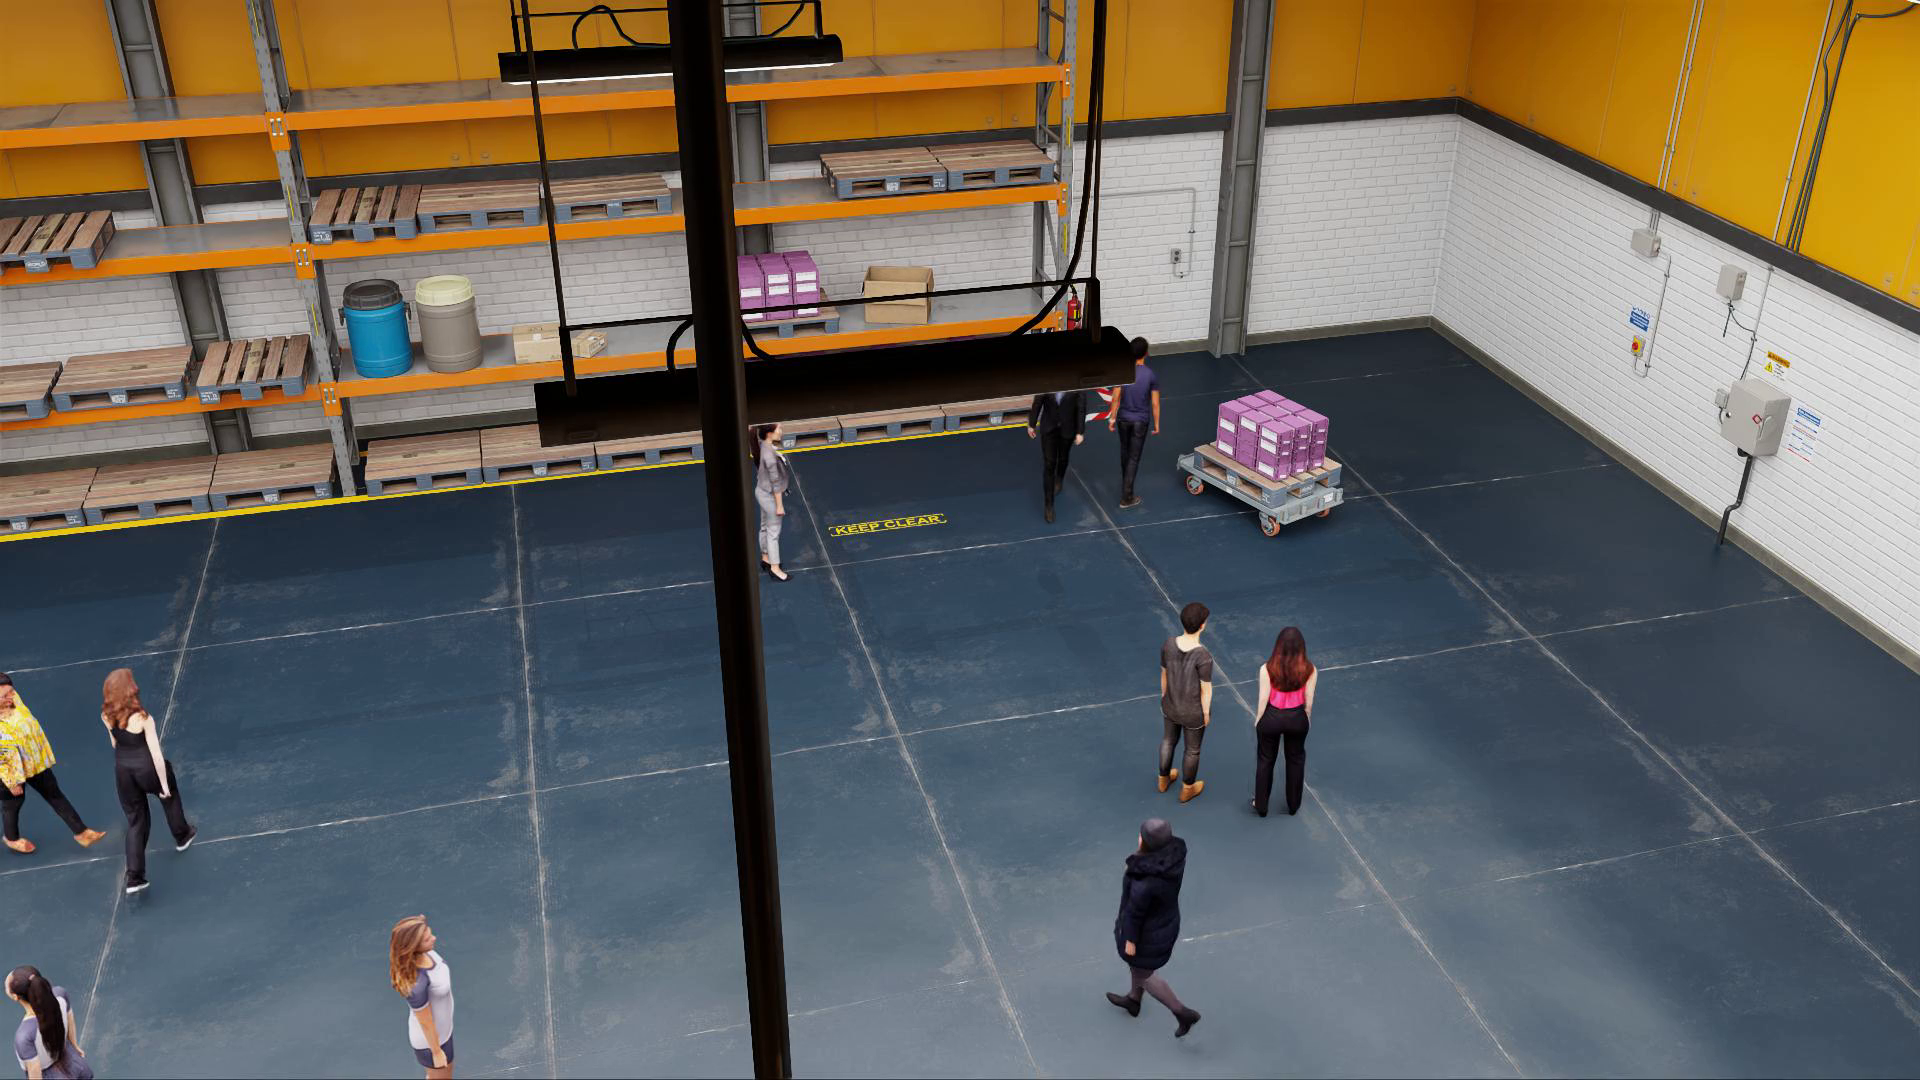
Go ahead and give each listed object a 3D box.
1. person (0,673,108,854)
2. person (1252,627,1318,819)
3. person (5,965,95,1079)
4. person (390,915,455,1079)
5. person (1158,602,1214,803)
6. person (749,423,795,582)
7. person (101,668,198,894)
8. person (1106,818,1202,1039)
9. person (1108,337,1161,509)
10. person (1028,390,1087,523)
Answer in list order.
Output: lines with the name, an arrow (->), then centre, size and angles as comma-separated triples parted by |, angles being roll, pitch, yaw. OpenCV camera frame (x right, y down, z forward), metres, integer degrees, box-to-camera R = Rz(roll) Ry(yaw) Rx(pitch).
person -> -7.015, 1.674, 12.238 | 1.137, 1.612, 0.951 | 4, 29, 7
person -> 2.471, 1.387, 12.713 | 0.535, 1.661, 0.693 | 0, 29, 0
person -> -5.177, 3.095, 9.594 | 0.635, 1.650, 0.659 | 3, 29, 6
person -> -3.136, 2.908, 9.852 | 0.532, 1.731, 0.596 | -8, 30, -14
person -> 1.747, 1.259, 12.896 | 0.692, 1.711, 0.709 | 25, 37, 38
person -> -1.829, -0.400, 15.970 | 0.631, 1.680, 0.653 | -12, 31, -21
person -> -5.965, 1.755, 11.994 | 1.111, 1.704, 0.817 | -1, 29, -1
person -> 1.274, 2.506, 10.664 | 1.049, 1.659, 1.005 | 18, 33, 29
person -> 1.790, -1.193, 17.359 | 1.083, 1.740, 1.058 | 9, 30, 16
person -> 1.032, -1.198, 17.271 | 1.222, 1.835, 1.078 | 4, 29, 7
